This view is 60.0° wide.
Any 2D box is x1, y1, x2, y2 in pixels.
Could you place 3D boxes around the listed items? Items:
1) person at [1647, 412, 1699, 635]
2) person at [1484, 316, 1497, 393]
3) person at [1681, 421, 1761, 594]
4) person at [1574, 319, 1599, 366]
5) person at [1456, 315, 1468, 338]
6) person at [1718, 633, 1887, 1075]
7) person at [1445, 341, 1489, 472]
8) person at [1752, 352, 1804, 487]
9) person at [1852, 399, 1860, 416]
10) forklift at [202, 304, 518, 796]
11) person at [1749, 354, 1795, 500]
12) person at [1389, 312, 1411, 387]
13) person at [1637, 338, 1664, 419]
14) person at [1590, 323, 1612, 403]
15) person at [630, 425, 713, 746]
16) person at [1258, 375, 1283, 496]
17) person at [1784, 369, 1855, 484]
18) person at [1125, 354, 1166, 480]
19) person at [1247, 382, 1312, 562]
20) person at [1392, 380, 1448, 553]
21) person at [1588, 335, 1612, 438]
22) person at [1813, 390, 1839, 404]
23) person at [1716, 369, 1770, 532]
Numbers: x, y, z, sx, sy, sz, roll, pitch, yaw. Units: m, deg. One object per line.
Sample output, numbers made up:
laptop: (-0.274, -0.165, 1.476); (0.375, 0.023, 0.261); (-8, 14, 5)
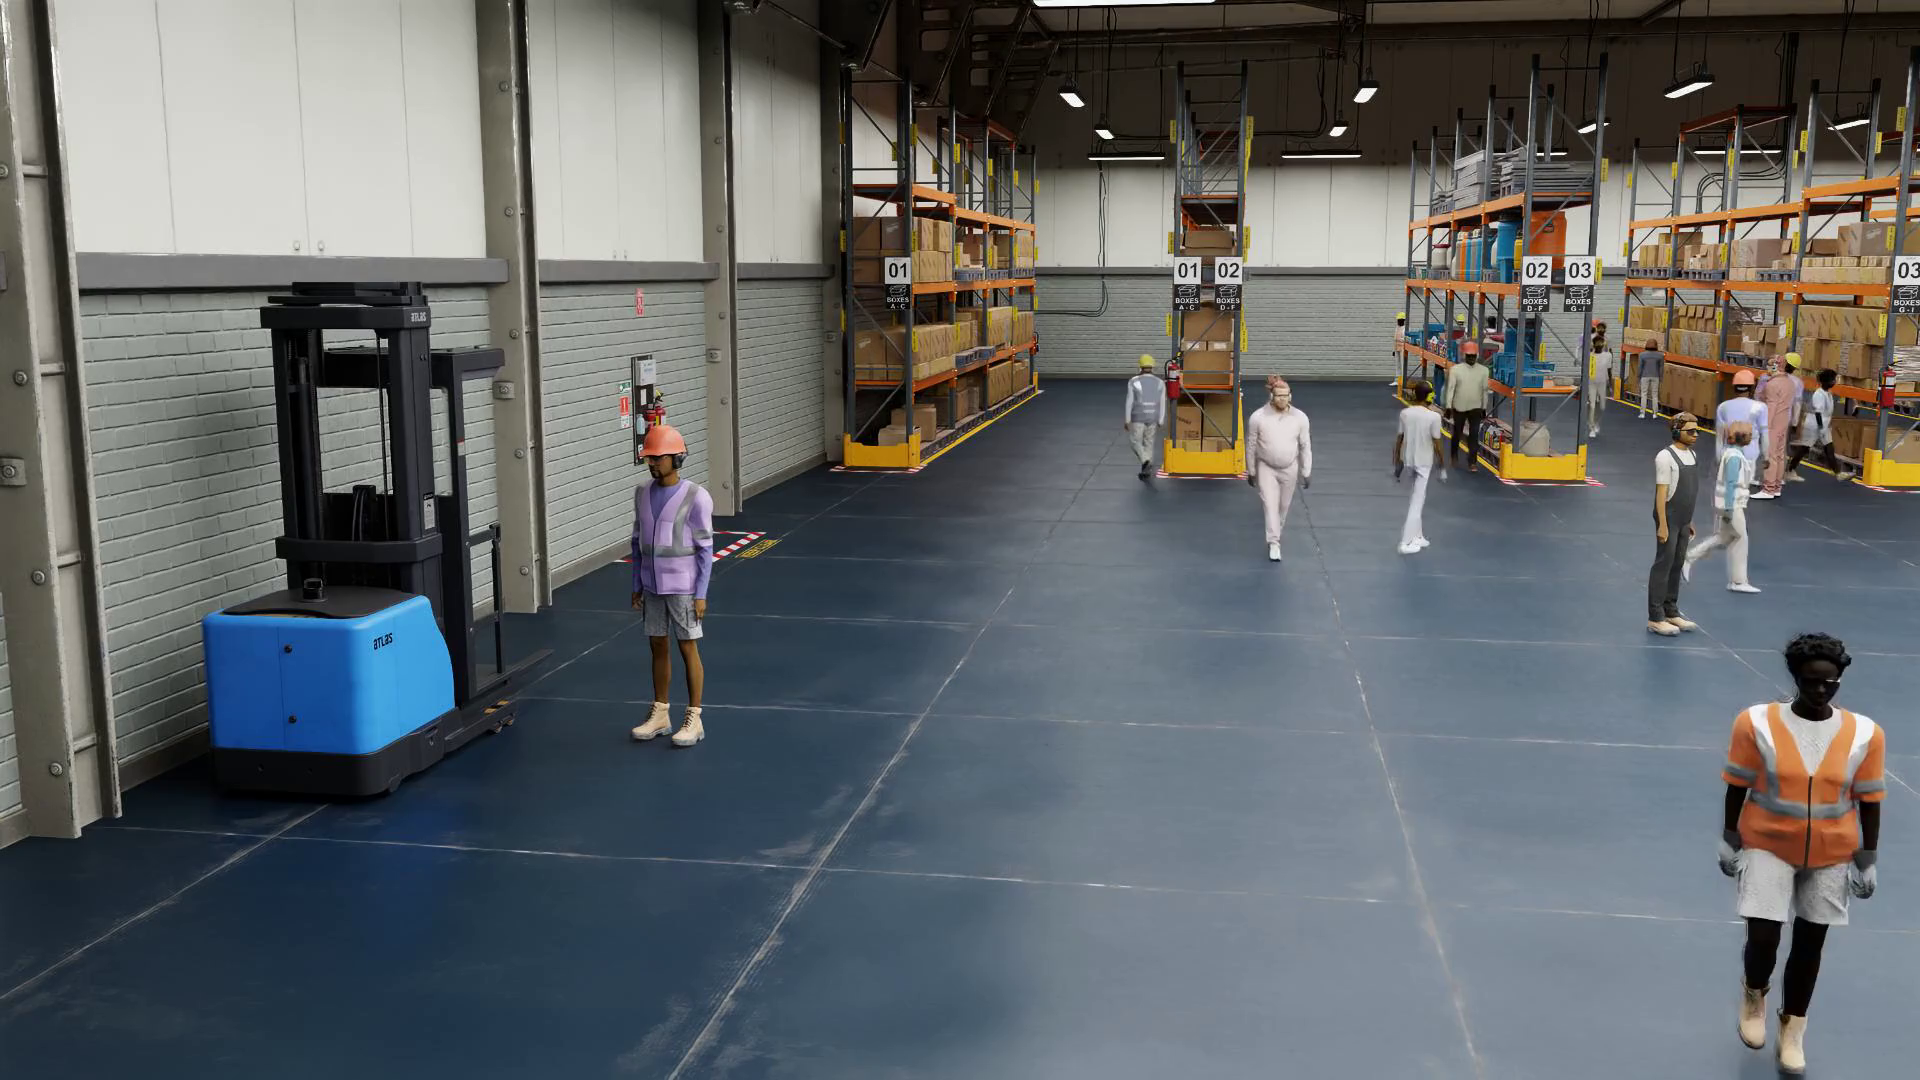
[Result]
person: (5.968, -0.145, 13.863); (0.510, 1.846, 0.341); (-8, 12, -40)
person: (13.064, -4.561, 40.926); (0.535, 1.897, 0.615); (-2, 9, -9)
person: (7.204, -0.325, 15.698); (0.684, 1.621, 0.523); (4, 10, 24)
person: (14.814, -4.277, 39.233); (0.609, 1.868, 0.984); (7, 11, 36)
person: (13.351, -5.096, 44.421); (0.597, 1.836, 0.404); (4, 10, 24)
person: (3.141, 1.169, 6.219); (0.554, 1.682, 0.365); (3, 10, 15)
person: (7.681, -2.046, 25.245); (0.631, 1.966, 0.926); (1, 9, 6)
person: (11.400, -1.681, 23.236); (0.632, 1.877, 0.453); (3, 10, 17)
person: (18.326, -3.506, 34.514); (0.639, 1.873, 0.893); (-1, 9, -6)
forklift: (-3.673, -0.038, 10.147); (1.129, 2.768, 1.873); (1, 9, 9)
person: (10.725, -1.493, 21.977); (0.410, 1.912, 0.643); (9, 13, 44)
person: (11.483, -4.968, 43.346); (0.363, 1.930, 0.587); (-4, 10, -23)
person: (14.061, -3.289, 33.902); (0.502, 1.632, 0.279); (3, 10, 16)
person: (14.574, -4.021, 37.899); (0.549, 1.805, 1.007); (3, 10, 20)
person: (-1.855, 0.287, 10.583); (0.605, 2.045, 0.380); (5, 11, 29)
person: (4.150, -1.365, 22.013); (0.310, 1.642, 0.514); (0, 9, 0)
person: (12.150, -1.599, 23.468); (0.911, 1.632, 0.543); (9, 13, 43)
person: (2.666, -1.746, 23.800); (0.604, 1.821, 0.554); (-3, 10, -18)
person: (3.376, -0.758, 17.622); (0.648, 1.861, 0.992); (0, 9, 2)
person: (4.990, -0.789, 17.845); (0.723, 1.832, 0.539); (-7, 12, -37)
person: (11.540, -2.792, 30.136); (0.542, 1.859, 0.469); (2, 9, 11)
person: (15.944, -2.854, 30.358); (0.545, 1.916, 0.840); (0, 9, 2)
person: (8.811, -0.978, 18.845); (0.919, 1.913, 0.538); (-9, 13, -43)
